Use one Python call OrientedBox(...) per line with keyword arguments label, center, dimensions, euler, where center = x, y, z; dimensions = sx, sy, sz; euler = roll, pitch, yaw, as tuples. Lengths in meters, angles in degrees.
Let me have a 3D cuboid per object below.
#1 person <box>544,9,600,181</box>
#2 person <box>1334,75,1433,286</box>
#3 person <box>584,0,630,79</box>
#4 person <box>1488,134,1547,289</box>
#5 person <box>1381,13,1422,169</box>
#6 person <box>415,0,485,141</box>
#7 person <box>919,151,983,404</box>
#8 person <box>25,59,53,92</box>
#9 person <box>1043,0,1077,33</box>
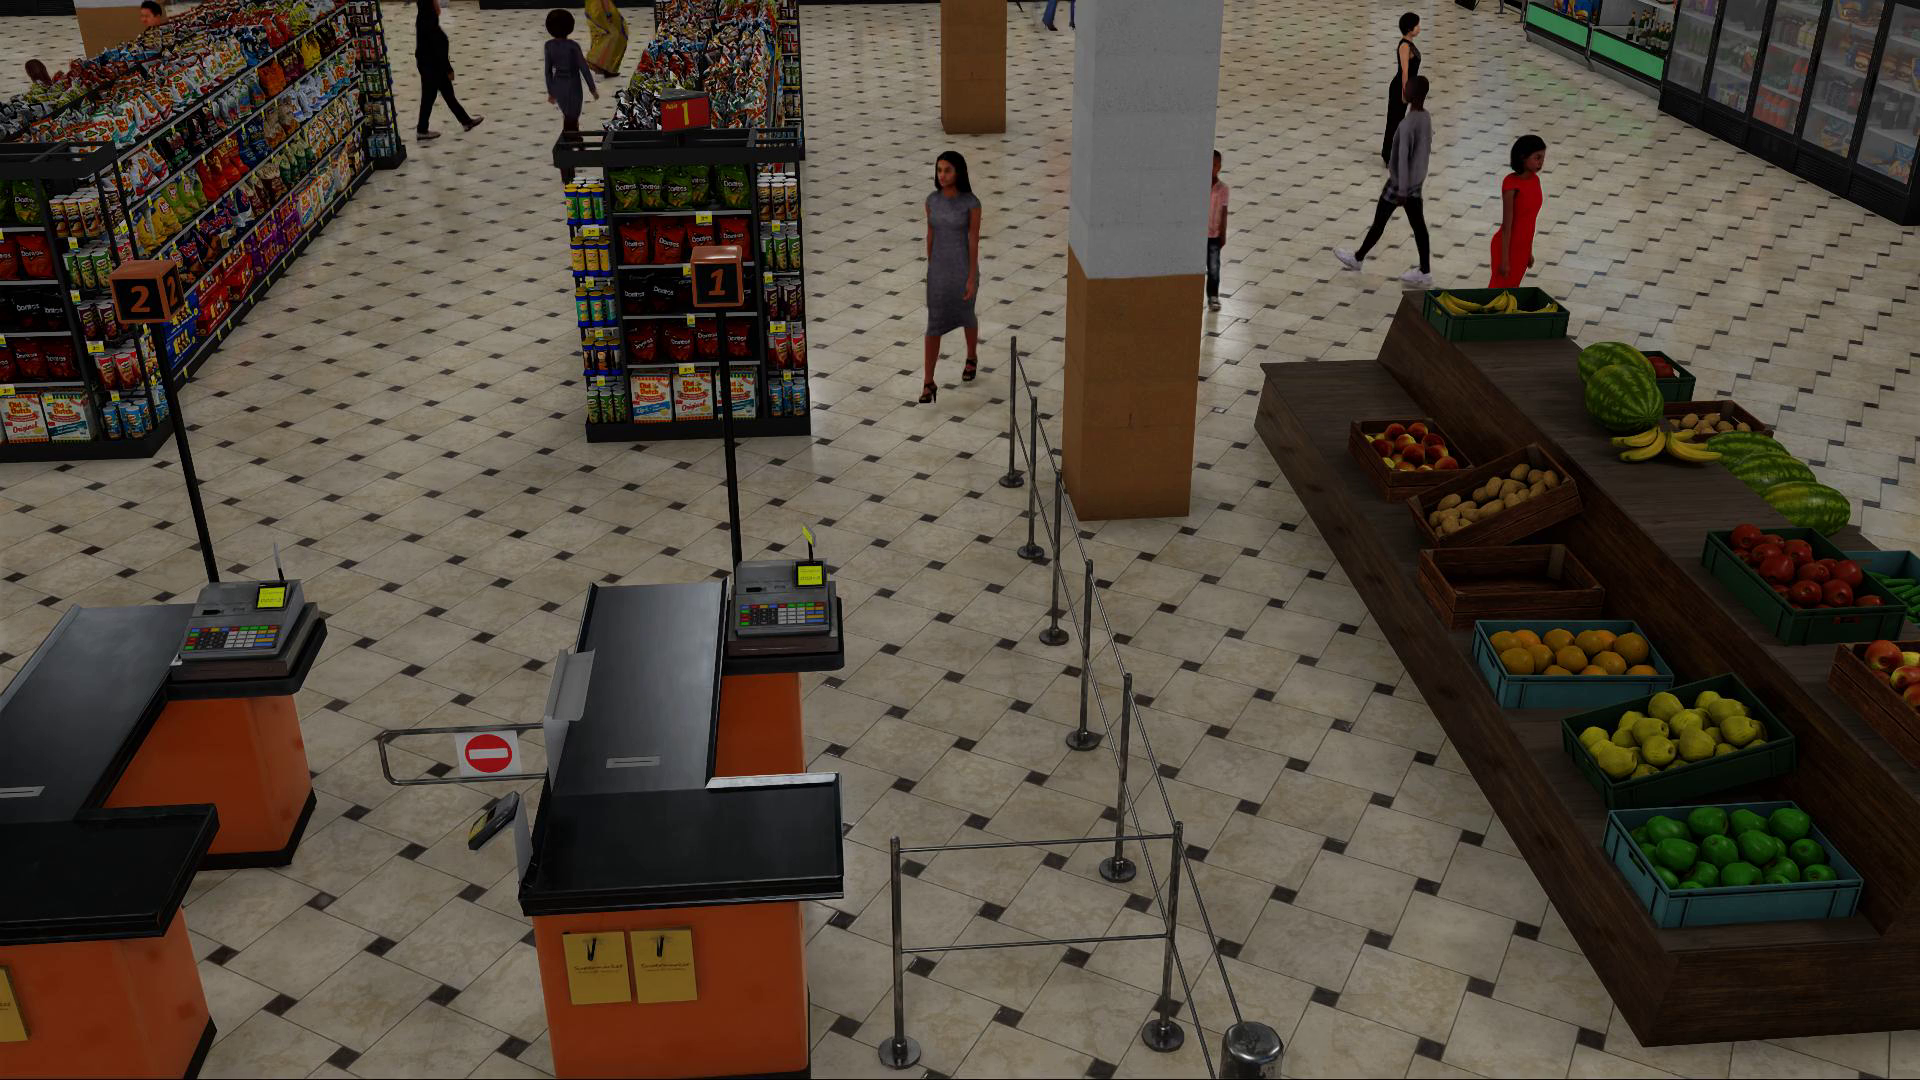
OrientedBox(label="person", center=(-4.091, -4.556, 17.161), dimensions=(0.905, 1.681, 1.113), euler=(11, 29, 21))
OrientedBox(label="person", center=(3.846, -2.975, 13.986), dimensions=(1.182, 1.733, 1.138), euler=(20, 33, 34))
OrientedBox(label="person", center=(-4.755, -6.856, 21.732), dimensions=(1.019, 1.648, 0.984), euler=(-19, 32, -32))
OrientedBox(label="person", center=(4.063, -2.117, 12.278), dimensions=(0.640, 1.748, 0.681), euler=(-24, 35, -39))
OrientedBox(label="person", center=(4.681, -4.775, 17.678), dimensions=(0.691, 1.603, 0.537), euler=(5, 27, 10))
OrientedBox(label="person", center=(-6.020, -5.284, 18.711), dimensions=(0.948, 1.576, 1.063), euler=(-12, 29, -22))
OrientedBox(label="person", center=(-0.003, -1.864, 11.796), dimensions=(0.880, 1.731, 1.182), euler=(9, 28, 16))
OrientedBox(label="person", center=(-9.797, -4.623, 17.938), dimensions=(0.592, 1.097, 0.488), euler=(4, 27, 8))
OrientedBox(label="person", center=(1.495, -8.458, 24.777), dimensions=(1.051, 1.751, 1.010), euler=(15, 30, 27))
